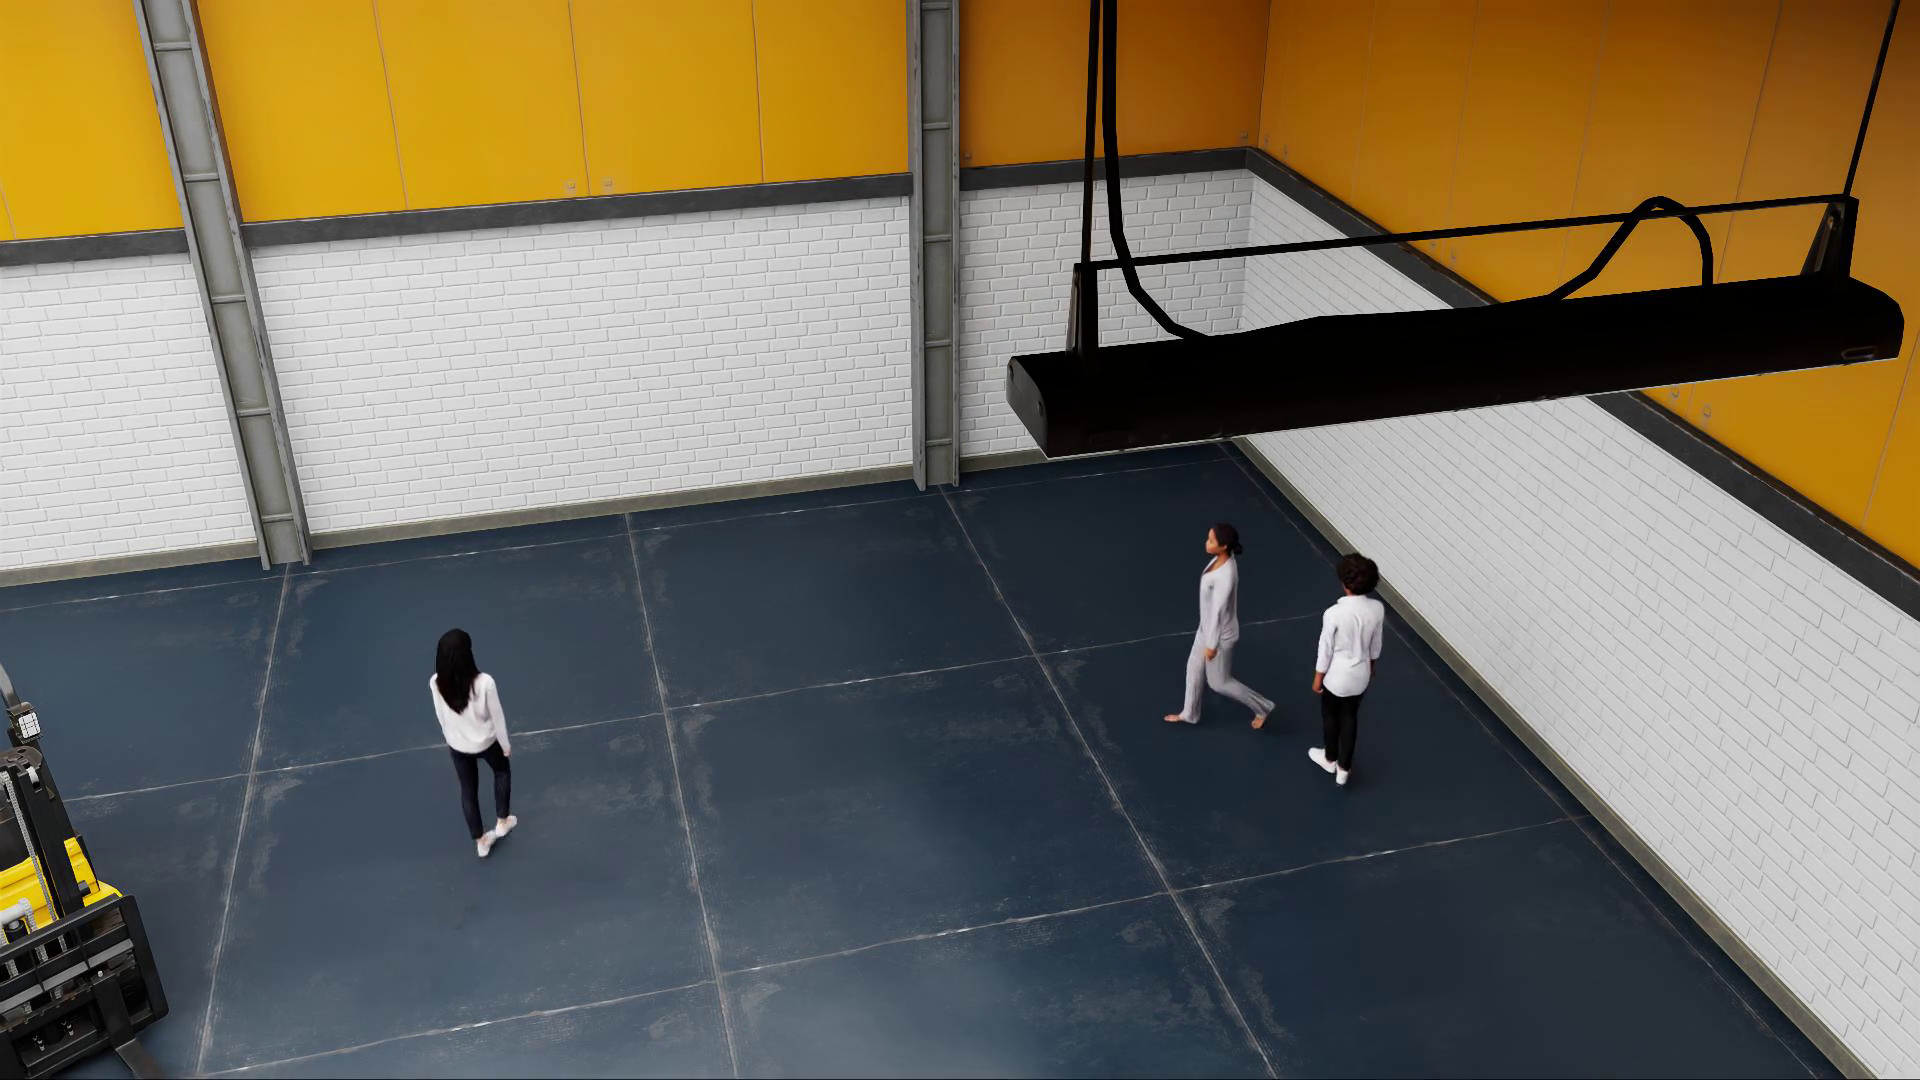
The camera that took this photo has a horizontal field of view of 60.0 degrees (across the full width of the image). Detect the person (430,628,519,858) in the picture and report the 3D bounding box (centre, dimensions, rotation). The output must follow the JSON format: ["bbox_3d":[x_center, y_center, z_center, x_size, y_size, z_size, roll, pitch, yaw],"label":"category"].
[{"bbox_3d":[-3.234,1.383,10.936,0.679,1.688,0.796,2,29,4],"label":"person"}]

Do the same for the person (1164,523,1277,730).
[{"bbox_3d":[1.974,0.677,12.207,1.122,1.711,0.846,2,29,3],"label":"person"}]

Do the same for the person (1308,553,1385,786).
[{"bbox_3d":[2.717,0.922,11.662,0.632,1.802,0.701,-6,29,-11],"label":"person"}]
